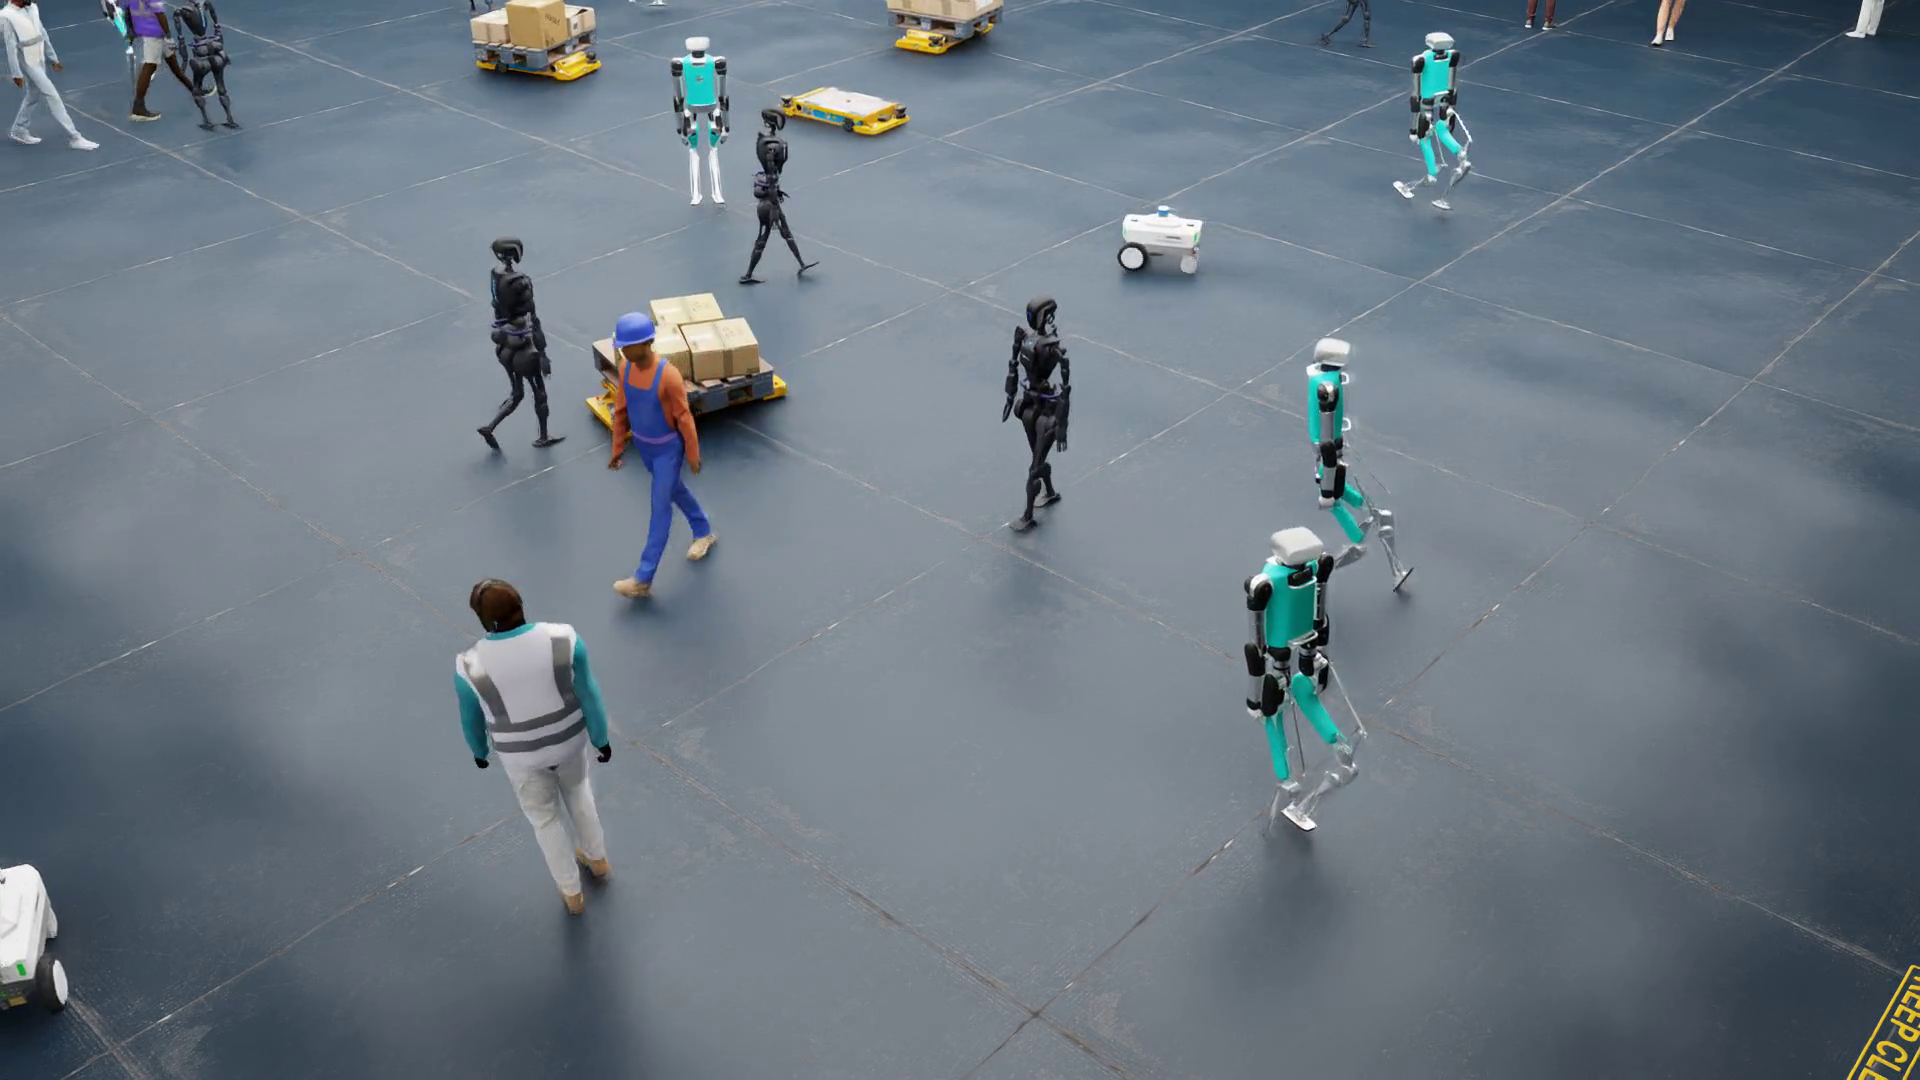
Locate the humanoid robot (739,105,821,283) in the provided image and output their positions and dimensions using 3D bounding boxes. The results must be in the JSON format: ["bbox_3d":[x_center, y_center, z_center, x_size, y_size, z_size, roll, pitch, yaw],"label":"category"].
[{"bbox_3d":[-1.639,-3.071,14.791,0.750,1.625,0.601,-2,32,-4],"label":"humanoid robot"}]

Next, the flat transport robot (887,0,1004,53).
[{"bbox_3d":[-0.202,-6.724,21.981,0.659,0.231,1.431,17,36,26],"label":"flat transport robot"}]

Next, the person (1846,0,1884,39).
[{"bbox_3d":[12.043,-7.426,21.812,0.522,1.638,0.308,-17,36,-25],"label":"person"}]

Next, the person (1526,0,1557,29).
[{"bbox_3d":[7.867,-7.752,22.176,0.539,1.809,0.374,21,37,30],"label":"person"}]

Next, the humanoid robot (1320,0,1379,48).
[{"bbox_3d":[5.095,-7.169,21.398,0.730,1.633,0.597,11,34,17],"label":"humanoid robot"}]

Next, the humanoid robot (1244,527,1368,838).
[{"bbox_3d":[1.784,0.861,8.439,0.535,1.837,0.755,-20,37,-29],"label":"humanoid robot"}]

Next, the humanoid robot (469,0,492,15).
[{"bbox_3d":[-6.604,-7.917,22.615,0.587,1.627,0.783,-15,35,-22],"label":"humanoid robot"}]

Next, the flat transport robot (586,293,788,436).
[{"bbox_3d":[-2.138,-1.169,13.036,1.431,0.231,0.659,-19,36,-27],"label":"flat transport robot"}]

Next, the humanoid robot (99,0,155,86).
[{"bbox_3d":[-9.993,-6.303,19.981,0.541,1.830,0.776,-18,36,-27],"label":"humanoid robot"}]

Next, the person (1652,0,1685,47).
[{"bbox_3d":[9.297,-7.319,21.449,0.519,1.837,0.838,11,33,17],"label":"person"}]

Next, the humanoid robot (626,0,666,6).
[{"bbox_3d":[-4.361,-8.171,22.921,1.031,1.733,0.547,12,34,19],"label":"humanoid robot"}]

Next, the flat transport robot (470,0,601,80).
[{"bbox_3d":[-5.266,-6.030,20.863,1.431,0.231,0.659,14,34,21],"label":"flat transport robot"}]

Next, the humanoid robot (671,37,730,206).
[{"bbox_3d":[-2.526,-4.151,16.321,0.533,1.677,0.735,-5,32,-8],"label":"humanoid robot"}]

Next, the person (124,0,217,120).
[{"bbox_3d":[-9.216,-5.831,19.021,0.625,1.889,1.129,27,41,36],"label":"person"}]

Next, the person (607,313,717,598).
[{"bbox_3d":[-1.952,-0.581,10.592,0.544,1.845,1.008,19,37,28],"label":"person"}]

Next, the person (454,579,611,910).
[{"bbox_3d":[-2.051,1.007,8.085,0.652,1.799,0.534,-14,35,-22],"label":"person"}]

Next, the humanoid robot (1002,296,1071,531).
[{"bbox_3d":[0.501,-0.876,11.245,0.646,1.634,0.603,-25,39,-34],"label":"humanoid robot"}]

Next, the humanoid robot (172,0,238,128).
[{"bbox_3d":[-8.461,-5.432,18.563,0.468,1.646,0.589,17,36,25],"label":"humanoid robot"}]

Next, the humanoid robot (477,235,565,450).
[{"bbox_3d":[-3.275,-1.397,12.075,0.594,1.638,0.556,26,40,35],"label":"humanoid robot"}]

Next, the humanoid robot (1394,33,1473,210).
[{"bbox_3d":[4.700,-4.007,16.214,0.540,1.725,1.013,-14,34,-21],"label":"humanoid robot"}]

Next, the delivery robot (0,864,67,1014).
[{"bbox_3d":[-4.506,1.913,7.809,0.499,0.601,0.775,-11,33,-17],"label":"delivery robot"}]

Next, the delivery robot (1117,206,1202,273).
[{"bbox_3d":[1.856,-2.794,15.364,0.768,0.576,0.499,7,33,11],"label":"delivery robot"}]

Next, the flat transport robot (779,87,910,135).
[{"bbox_3d":[-1.336,-4.942,19.111,1.431,0.231,0.659,21,38,30],"label":"flat transport robot"}]

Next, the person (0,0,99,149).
[{"bbox_3d":[-10.030,-5.152,17.936,0.997,1.872,0.606,0,32,1],"label":"person"}]

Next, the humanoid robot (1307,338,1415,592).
[{"bbox_3d":[2.568,-0.396,10.446,0.909,1.809,0.550,4,32,6],"label":"humanoid robot"}]
